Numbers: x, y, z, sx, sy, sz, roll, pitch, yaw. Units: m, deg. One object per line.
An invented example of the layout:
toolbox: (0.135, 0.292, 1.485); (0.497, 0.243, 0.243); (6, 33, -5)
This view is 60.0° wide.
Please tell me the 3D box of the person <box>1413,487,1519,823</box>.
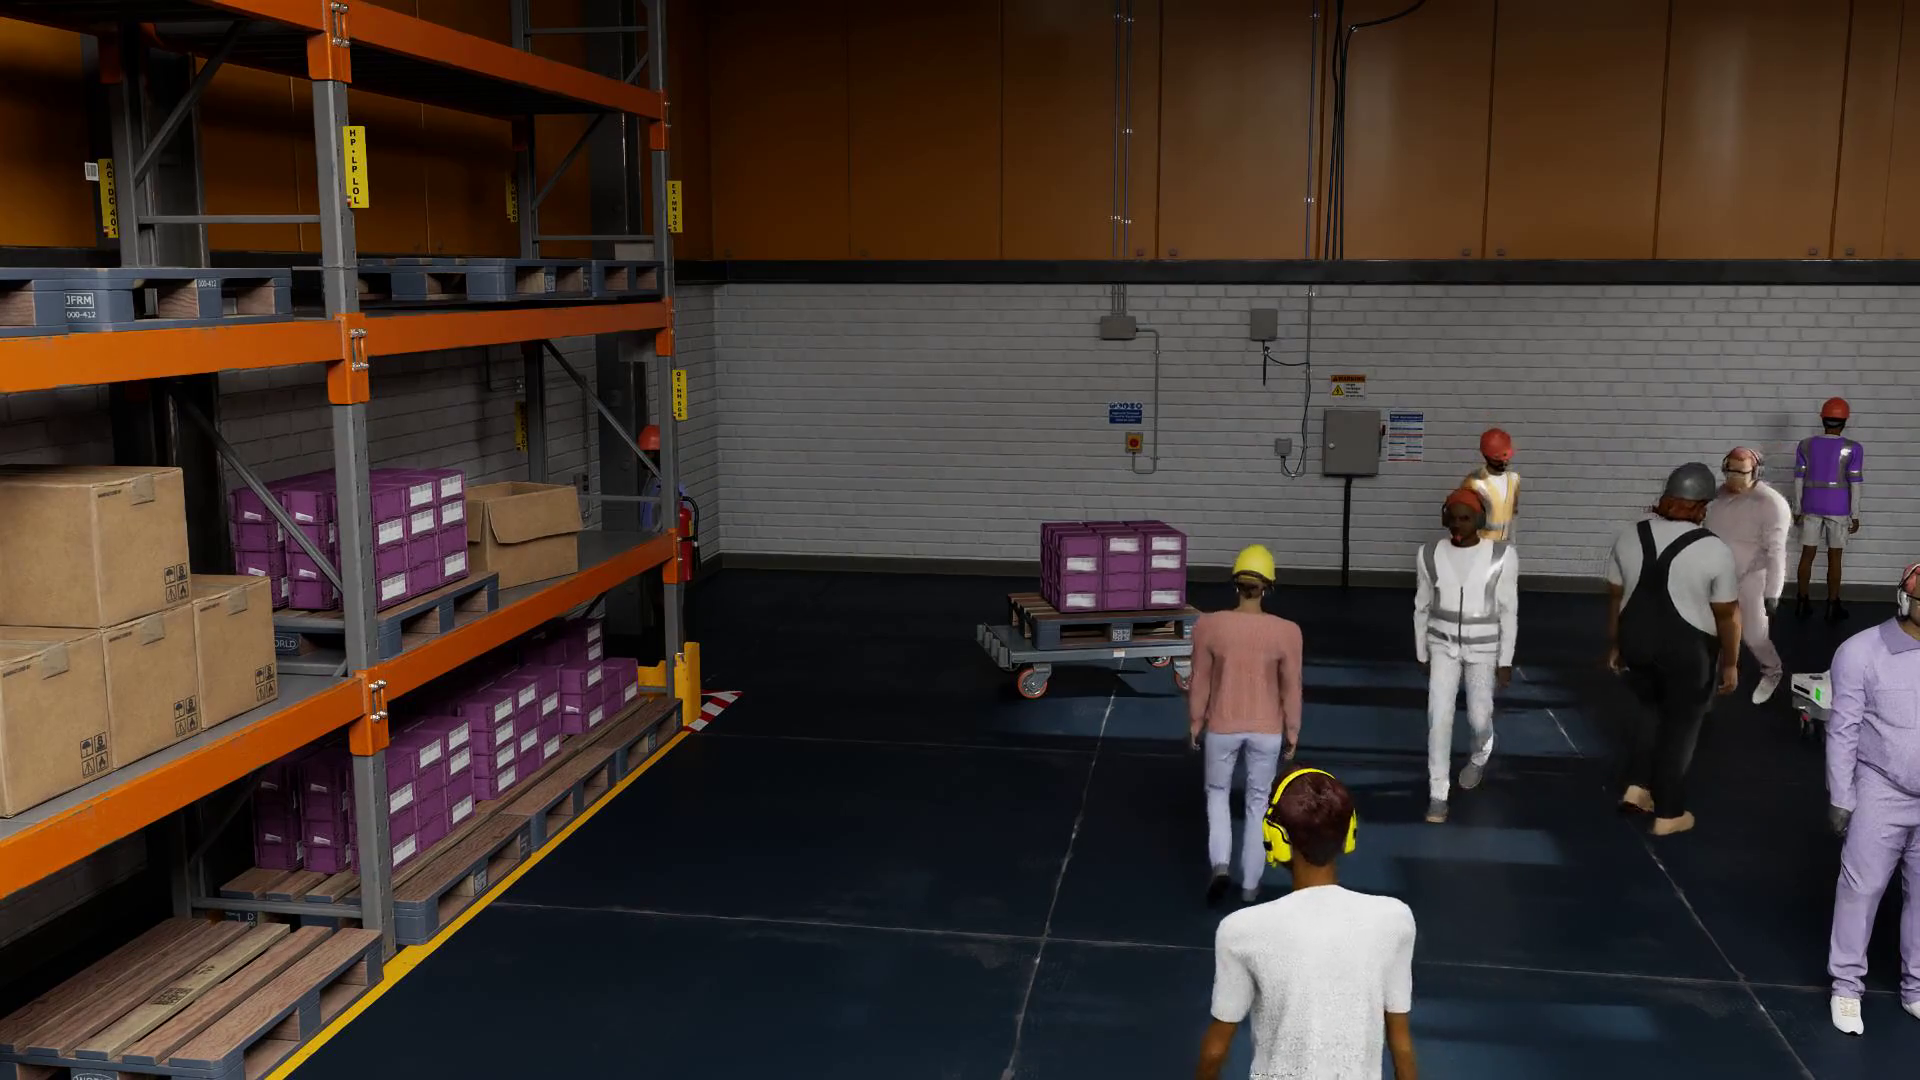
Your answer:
person: (2.844, 0.607, 9.339); (0.585, 1.859, 0.777); (5, 10, 27)

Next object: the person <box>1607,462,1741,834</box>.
person: (3.874, 0.571, 8.974); (0.538, 2.000, 0.700); (-7, 11, -36)

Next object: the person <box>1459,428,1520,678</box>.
person: (3.961, 0.066, 12.658); (0.605, 1.882, 0.804); (-7, 11, -36)

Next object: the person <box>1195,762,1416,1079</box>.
person: (0.824, 1.449, 4.188); (0.557, 1.833, 0.796); (-2, 9, -11)

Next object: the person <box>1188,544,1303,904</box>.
person: (1.352, 0.891, 7.892); (0.537, 1.752, 0.411); (2, 9, 12)

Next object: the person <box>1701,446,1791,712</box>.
person: (5.347, 0.278, 11.338); (0.846, 1.872, 0.661); (-6, 11, -34)

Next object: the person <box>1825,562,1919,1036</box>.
person: (3.769, 1.025, 6.589); (0.643, 1.909, 0.410); (1, 9, 5)

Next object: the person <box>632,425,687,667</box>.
person: (-2.150, 0.142, 11.931); (0.361, 1.939, 0.543); (-5, 11, -30)

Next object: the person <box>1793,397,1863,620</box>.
person: (7.563, -0.272, 14.497); (0.366, 1.934, 0.553); (-9, 13, -43)

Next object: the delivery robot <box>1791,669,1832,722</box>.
delivery robot: (5.750, 0.984, 10.707); (0.707, 0.478, 0.477); (-1, 9, -4)
